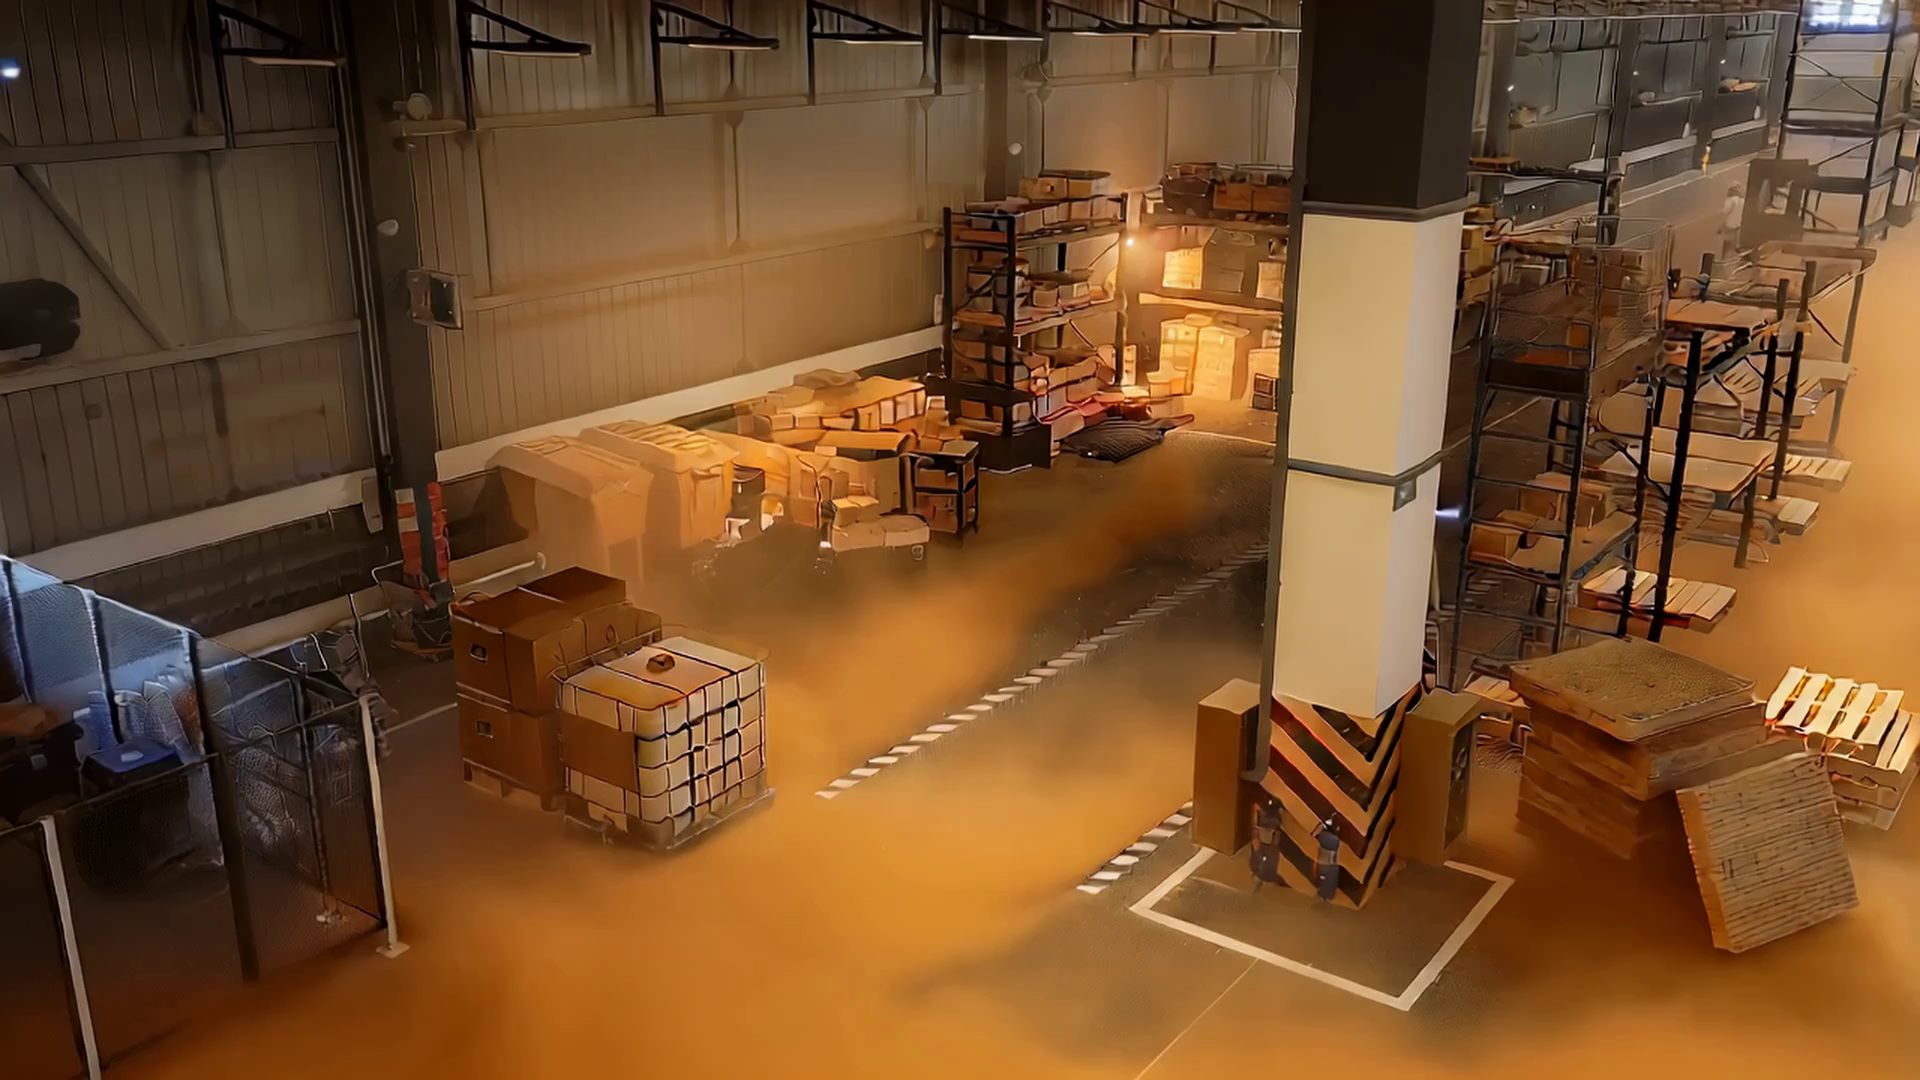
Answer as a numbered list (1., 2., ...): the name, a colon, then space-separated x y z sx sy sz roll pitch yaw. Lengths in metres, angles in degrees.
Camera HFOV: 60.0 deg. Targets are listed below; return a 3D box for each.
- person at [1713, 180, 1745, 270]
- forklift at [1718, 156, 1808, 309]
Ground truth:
1. person: 16.554 -6.797 35.946 0.585 1.915 0.694 -11 21 -30
2. forklift: 15.254 -5.803 31.380 1.129 2.768 1.873 13 22 34
